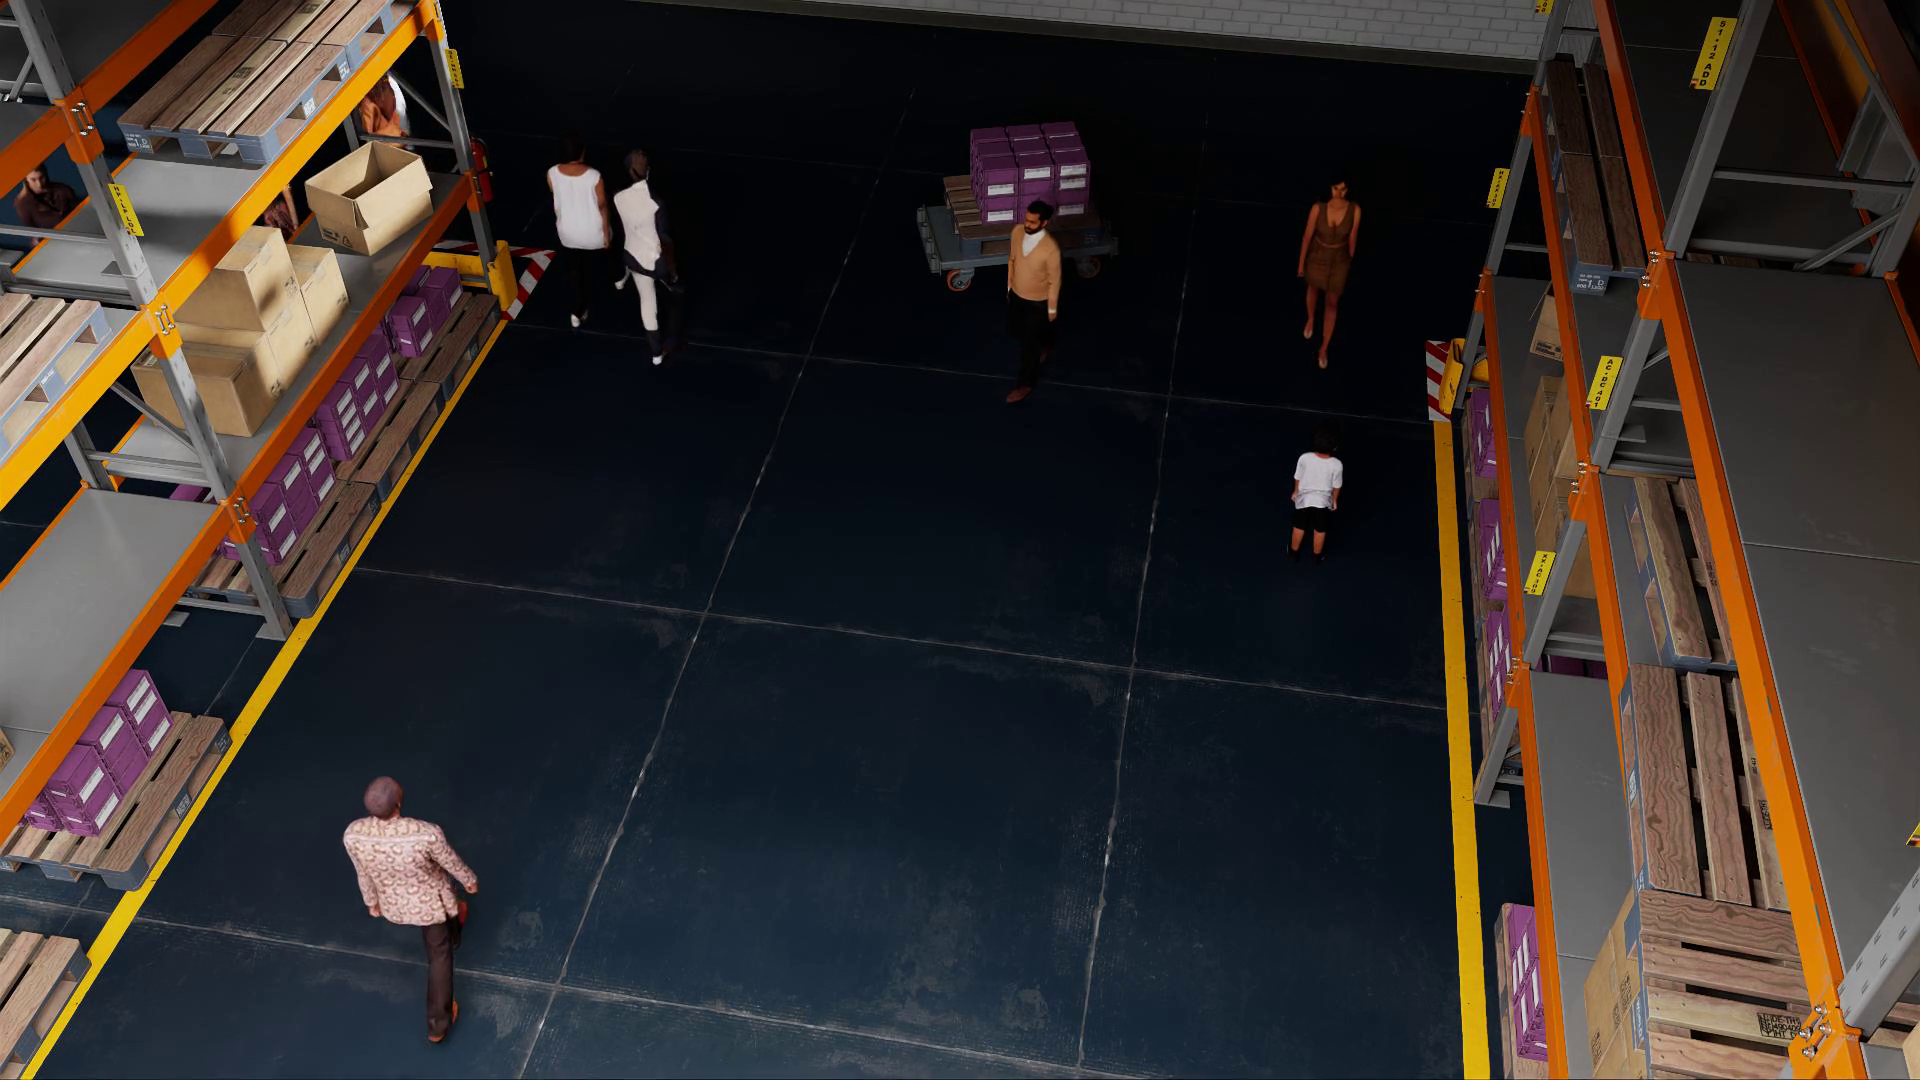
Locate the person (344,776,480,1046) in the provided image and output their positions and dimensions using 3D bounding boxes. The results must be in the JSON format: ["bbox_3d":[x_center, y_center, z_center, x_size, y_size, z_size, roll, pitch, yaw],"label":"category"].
[{"bbox_3d":[-2.901,1.966,8.844,0.798,1.769,1.200,2,44,3],"label":"person"}]

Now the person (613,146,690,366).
[{"bbox_3d":[-2.479,-2.157,13.096,0.746,1.872,0.700,14,45,14],"label":"person"}]

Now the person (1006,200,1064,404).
[{"bbox_3d":[0.606,-1.916,12.941,1.065,1.738,0.968,-32,52,-29],"label":"person"}]

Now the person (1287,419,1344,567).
[{"bbox_3d":[2.484,-0.320,11.610,0.514,1.262,0.532,13,45,14],"label":"person"}]

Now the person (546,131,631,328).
[{"bbox_3d":[-3.112,-2.526,13.649,0.662,1.644,1.108,8,44,8],"label":"person"}]

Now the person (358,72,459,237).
[{"bbox_3d":[-4.892,-3.340,14.469,0.741,1.693,1.033,6,44,6],"label":"person"}]

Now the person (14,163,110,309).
[{"bbox_3d":[-7.199,-2.361,13.437,0.736,1.697,0.805,-26,49,-25],"label":"person"}]

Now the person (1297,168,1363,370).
[{"bbox_3d":[2.957,-2.287,13.385,0.584,1.662,0.888,8,44,8],"label":"person"}]
